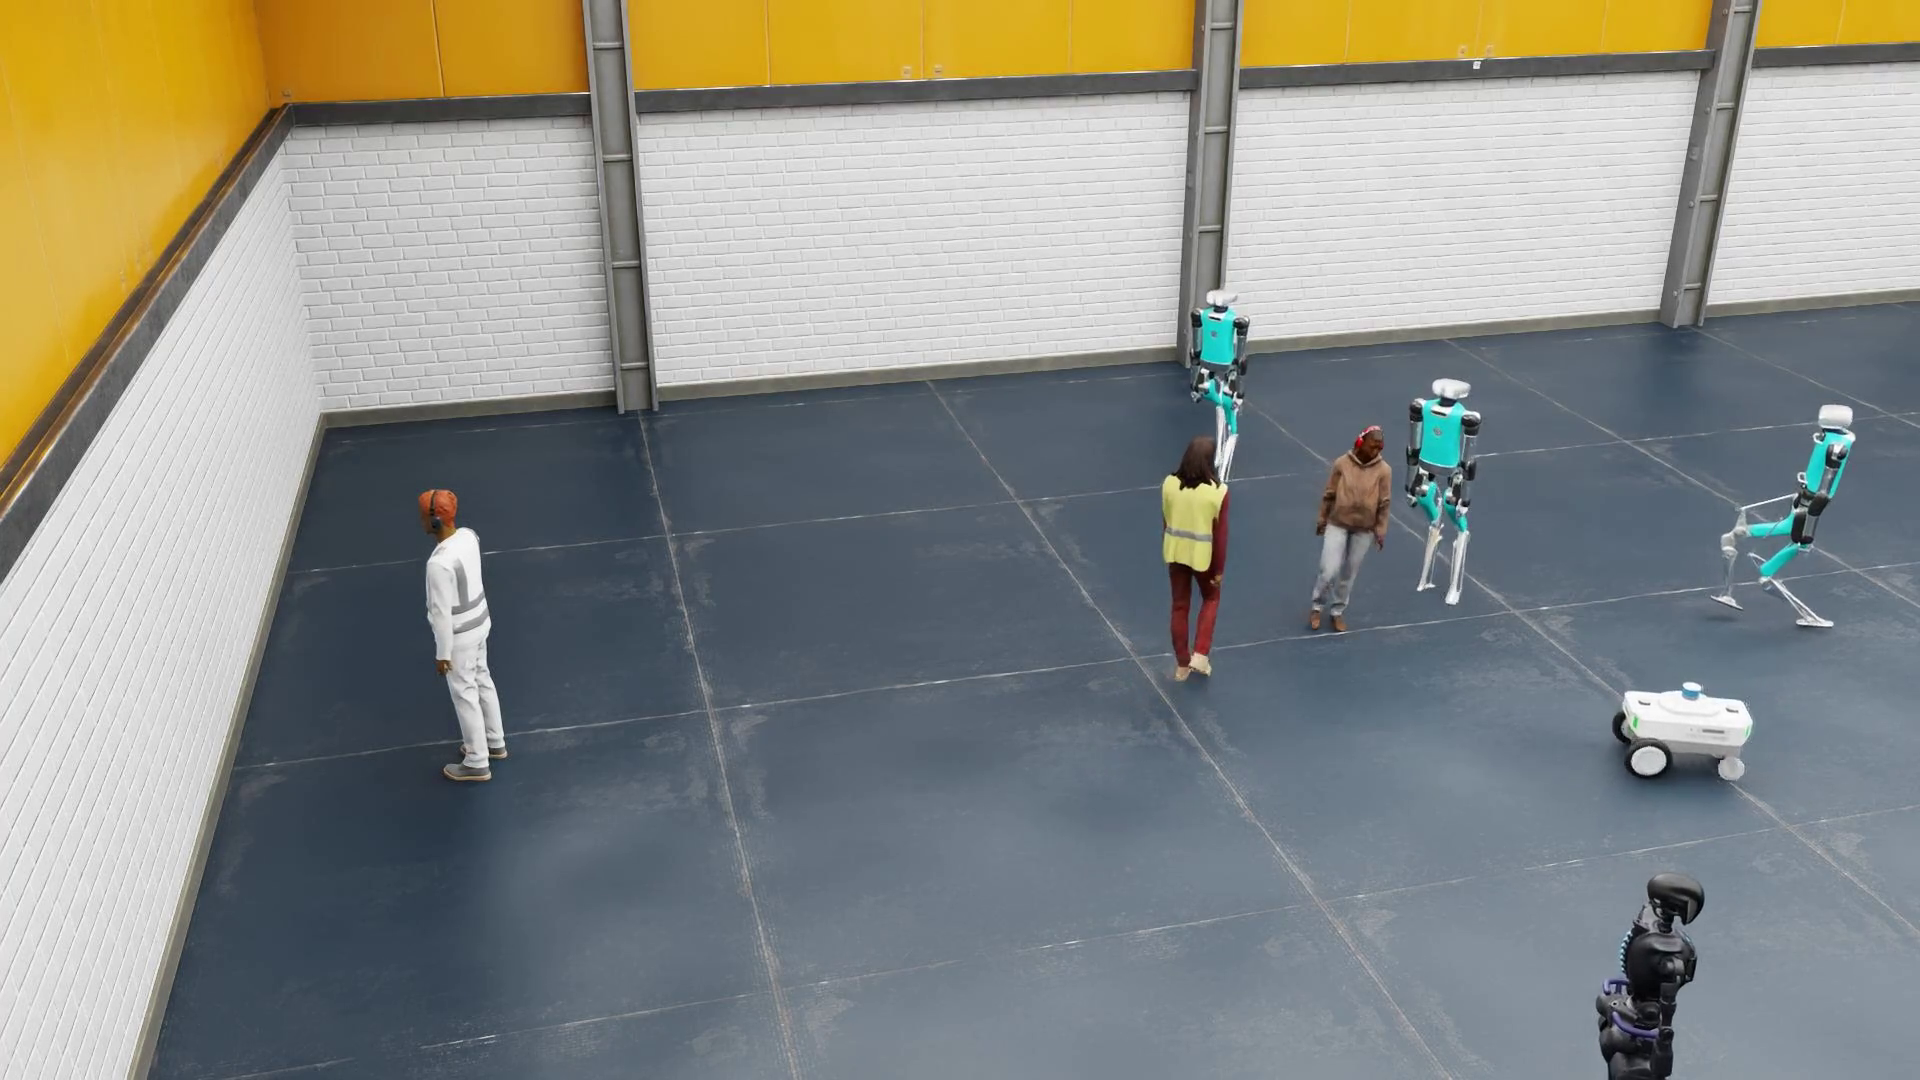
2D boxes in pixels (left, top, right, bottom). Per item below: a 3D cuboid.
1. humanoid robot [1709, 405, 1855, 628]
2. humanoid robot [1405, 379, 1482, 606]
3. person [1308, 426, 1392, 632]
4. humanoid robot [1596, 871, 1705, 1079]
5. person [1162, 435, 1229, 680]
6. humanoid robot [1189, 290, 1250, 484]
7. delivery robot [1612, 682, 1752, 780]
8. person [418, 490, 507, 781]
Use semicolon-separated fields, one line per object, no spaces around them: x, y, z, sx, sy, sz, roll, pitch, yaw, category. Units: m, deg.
5.853;-0.151;11.939;1.042;1.762;0.555;9;25;20;humanoid robot
3.637;-0.389;12.415;0.537;1.788;0.666;19;30;36;humanoid robot
2.791;-0.082;11.860;0.474;1.618;0.384;3;24;6;person
2.804;2.065;6.927;0.370;1.647;0.586;3;24;6;humanoid robot
1.577;0.129;11.224;0.465;1.755;0.437;10;26;21;person
2.343;-1.368;14.679;0.536;1.794;0.835;15;28;30;humanoid robot
4.469;1.178;10.354;0.791;0.614;0.499;4;24;10;delivery robot
-3.026;0.572;10.075;0.353;1.878;0.565;1;24;3;person
